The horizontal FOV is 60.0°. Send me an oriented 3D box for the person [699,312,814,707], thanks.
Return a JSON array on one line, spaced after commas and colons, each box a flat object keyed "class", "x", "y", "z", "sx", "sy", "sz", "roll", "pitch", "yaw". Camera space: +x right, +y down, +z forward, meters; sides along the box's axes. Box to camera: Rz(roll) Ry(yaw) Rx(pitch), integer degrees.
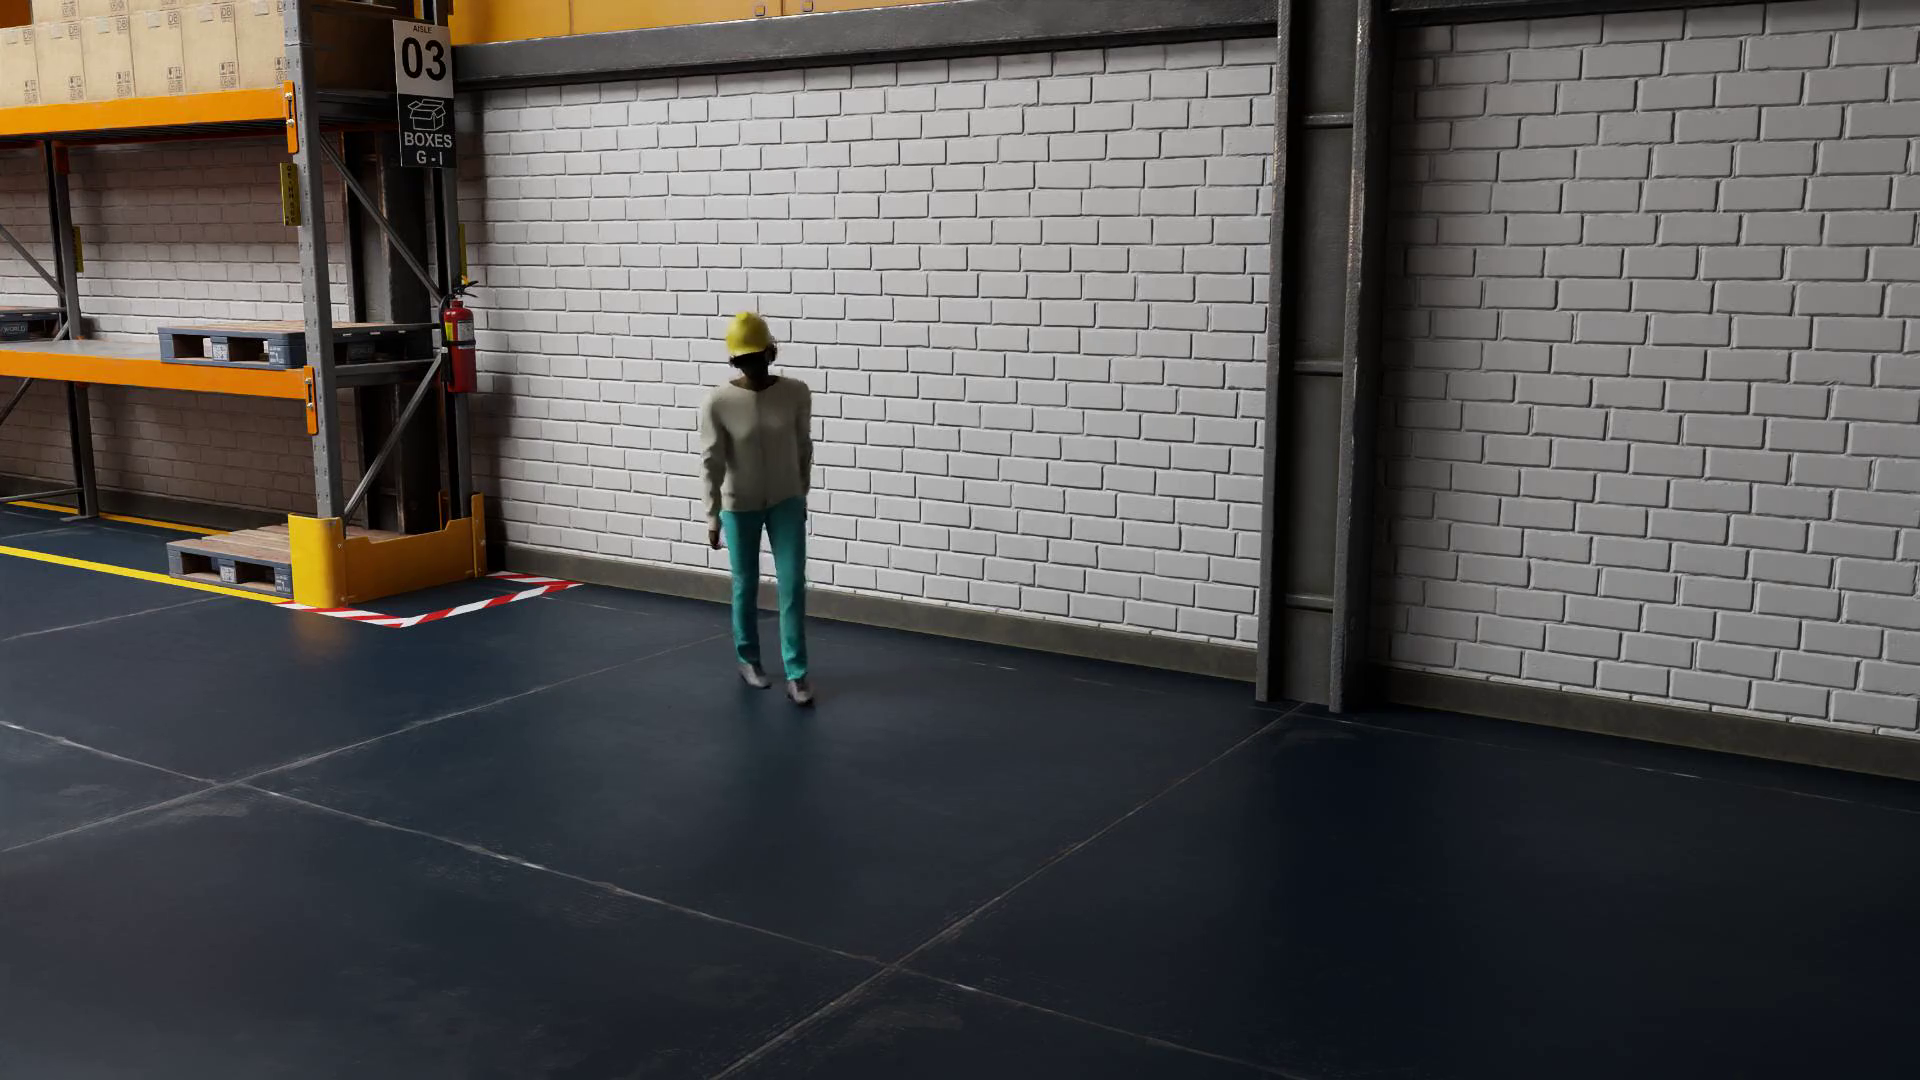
[{"class": "person", "x": -0.874, "y": -0.134, "z": 7.264, "sx": 0.529, "sy": 1.710, "sz": 0.796, "roll": -3, "pitch": 11, "yaw": -19}]
